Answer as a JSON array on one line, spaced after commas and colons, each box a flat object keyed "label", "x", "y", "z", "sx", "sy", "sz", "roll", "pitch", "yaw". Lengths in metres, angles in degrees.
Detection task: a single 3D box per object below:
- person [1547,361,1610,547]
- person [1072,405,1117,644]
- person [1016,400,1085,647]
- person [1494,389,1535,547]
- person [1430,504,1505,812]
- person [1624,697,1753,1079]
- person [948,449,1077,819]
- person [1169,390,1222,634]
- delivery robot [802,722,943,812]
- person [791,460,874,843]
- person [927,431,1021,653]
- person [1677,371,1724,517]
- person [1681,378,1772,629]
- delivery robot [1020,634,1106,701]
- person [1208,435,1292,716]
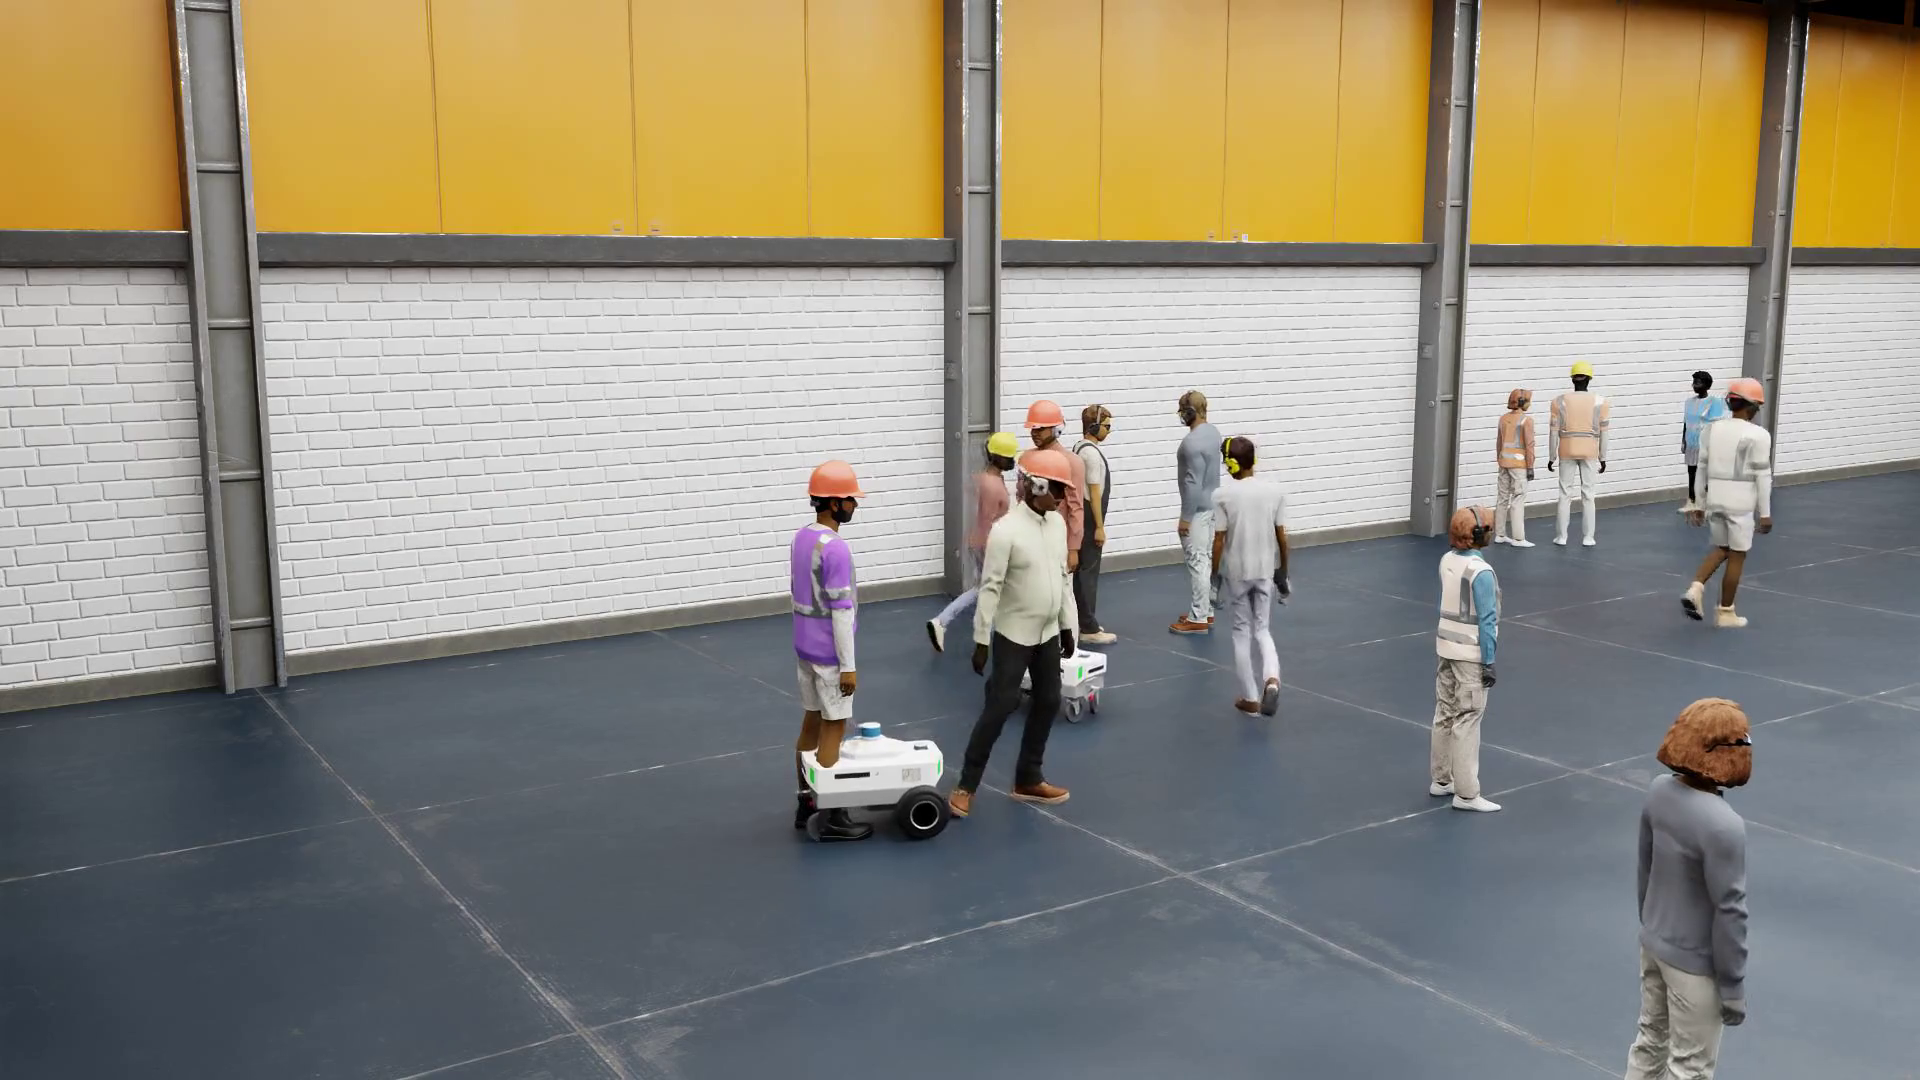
[{"label": "person", "x": 6.382, "y": -0.882, "z": 17.195, "sx": 0.585, "sy": 1.917, "sz": 0.382, "roll": 3, "pitch": 10, "yaw": 17}, {"label": "person", "x": 1.012, "y": -0.122, "z": 12.851, "sx": 0.344, "sy": 1.840, "sz": 0.505, "roll": -2, "pitch": 10, "yaw": -12}, {"label": "person", "x": 0.604, "y": 0.011, "z": 11.609, "sx": 0.407, "sy": 1.987, "sz": 0.614, "roll": -9, "pitch": 13, "yaw": -43}, {"label": "person", "x": 5.744, "y": -0.745, "z": 17.211, "sx": 0.313, "sy": 1.638, "sz": 0.513, "roll": -4, "pitch": 10, "yaw": -22}, {"label": "person", "x": 2.714, "y": 0.628, "z": 8.920, "sx": 0.309, "sy": 1.645, "sz": 0.514, "roll": -2, "pitch": 10, "yaw": -11}, {"label": "person", "x": 2.217, "y": 1.275, "z": 5.046, "sx": 0.283, "sy": 1.634, "sz": 0.498, "roll": -1, "pitch": 9, "yaw": -4}, {"label": "person", "x": 0.298, "y": 0.488, "z": 8.875, "sx": 0.523, "sy": 1.950, "sz": 0.777, "roll": 8, "pitch": 12, "yaw": 41}, {"label": "person", "x": 1.873, "y": -0.219, "z": 13.154, "sx": 0.372, "sy": 1.933, "sz": 0.627, "roll": 4, "pitch": 10, "yaw": 24}, {"label": "delivery robot", "x": -0.459, "y": 1.184, "z": 8.559, "sx": 0.707, "sy": 0.478, "sz": 0.477, "roll": -2, "pitch": 10, "yaw": -12}, {"label": "person", "x": -0.649, "y": 0.557, "z": 8.464, "sx": 0.375, "sy": 1.935, "sz": 0.551, "roll": -5, "pitch": 11, "yaw": -27}, {"label": "person", "x": 0.139, "y": 0.051, "z": 12.173, "sx": 0.721, "sy": 1.725, "sz": 0.570, "roll": 0, "pitch": 9, "yaw": 1}, {"label": "person", "x": 8.597, "y": -1.120, "z": 19.319, "sx": 0.320, "sy": 1.690, "sz": 0.535, "roll": -4, "pitch": 10, "yaw": -21}, {"label": "person", "x": 6.141, "y": -0.278, "z": 13.244, "sx": 0.529, "sy": 2.020, "sz": 0.605, "roll": -4, "pitch": 10, "yaw": -22}, {"label": "delivery robot", "x": 0.592, "y": 0.816, "z": 10.776, "sx": 0.707, "sy": 0.478, "sz": 0.477, "roll": 7, "pitch": 12, "yaw": 37}, {"label": "person", "x": 1.874, "y": 0.253, "z": 10.607, "sx": 0.559, "sy": 1.833, "sz": 0.593, "roll": -2, "pitch": 10, "yaw": -9}]
